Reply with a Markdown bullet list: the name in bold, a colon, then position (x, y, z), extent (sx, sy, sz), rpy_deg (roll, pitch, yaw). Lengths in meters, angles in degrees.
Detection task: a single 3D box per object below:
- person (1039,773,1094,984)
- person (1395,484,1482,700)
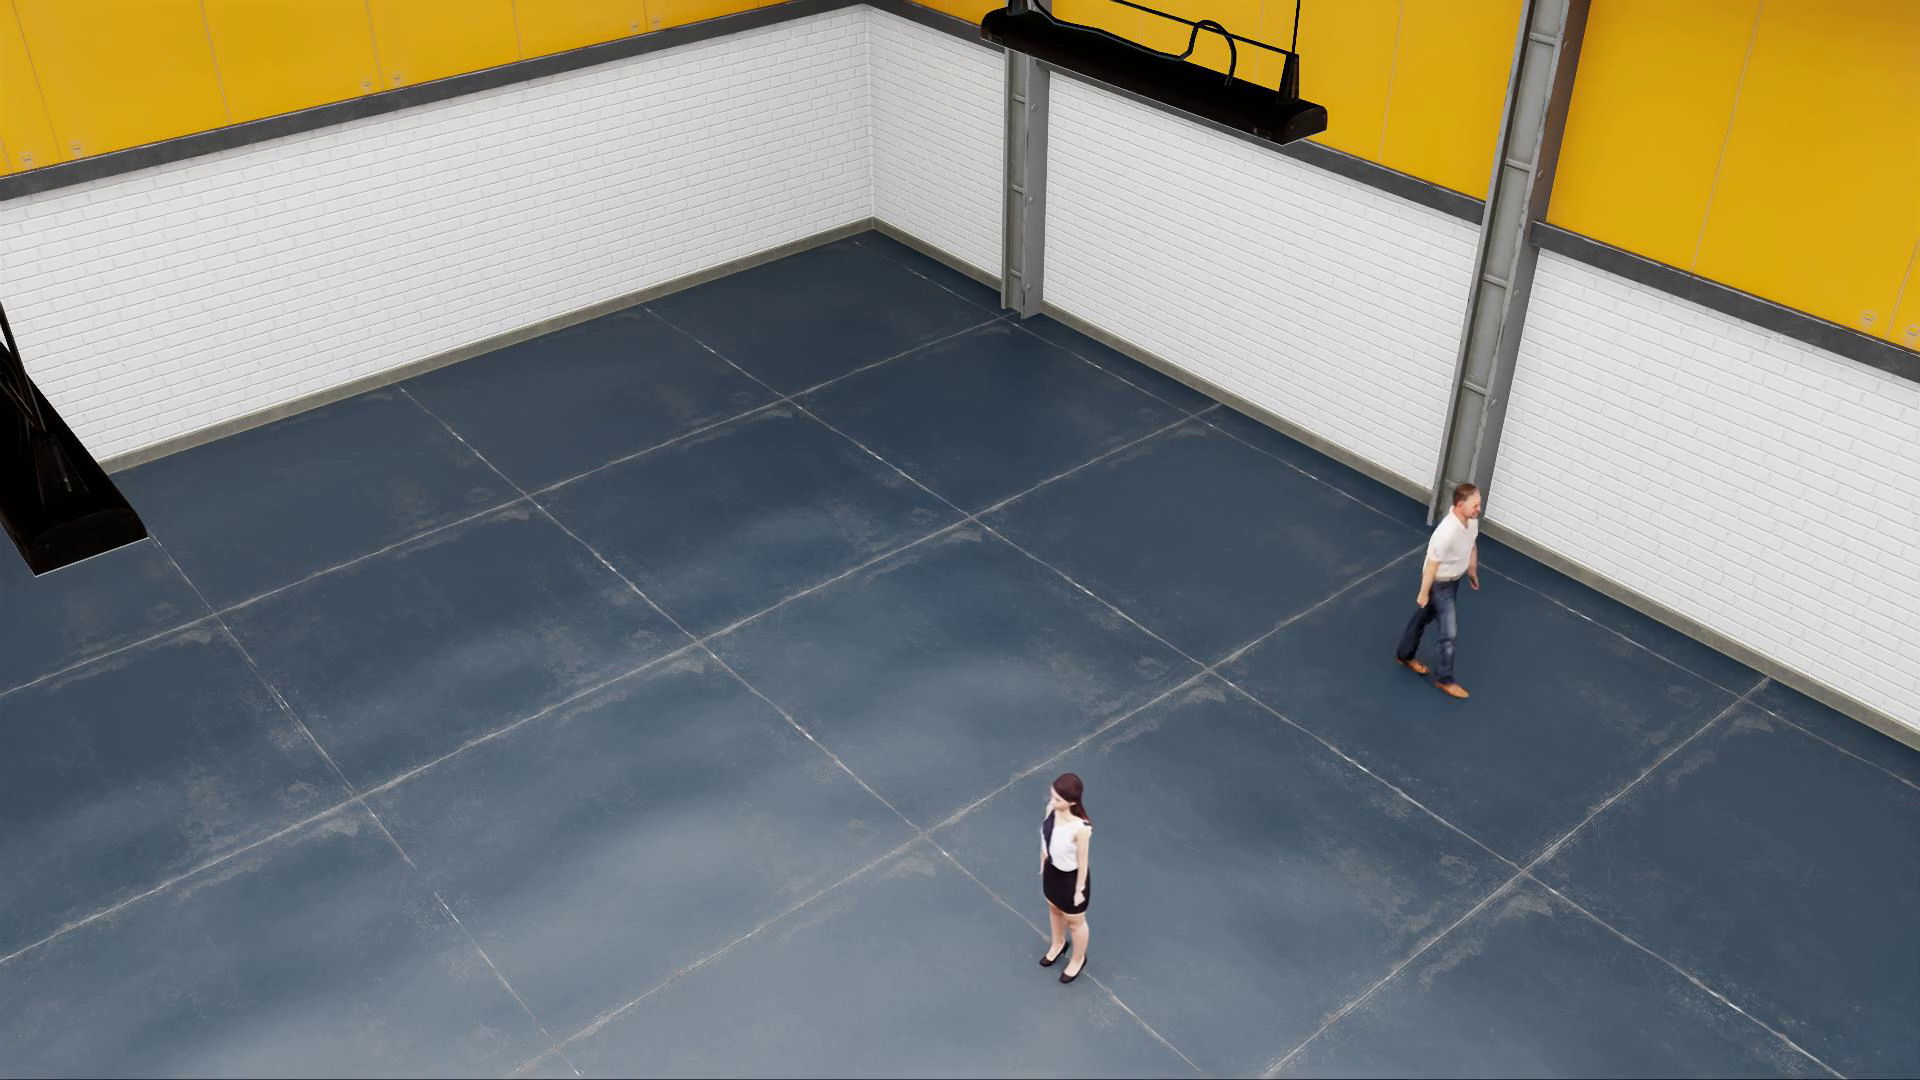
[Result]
- **person**: position (0.675, 2.122, 10.518), extent (0.610, 1.649, 0.443), rpy_deg (-23, 40, -31)
- **person**: position (3.697, 0.296, 13.103), extent (0.985, 1.828, 0.752), rpy_deg (26, 41, 33)
